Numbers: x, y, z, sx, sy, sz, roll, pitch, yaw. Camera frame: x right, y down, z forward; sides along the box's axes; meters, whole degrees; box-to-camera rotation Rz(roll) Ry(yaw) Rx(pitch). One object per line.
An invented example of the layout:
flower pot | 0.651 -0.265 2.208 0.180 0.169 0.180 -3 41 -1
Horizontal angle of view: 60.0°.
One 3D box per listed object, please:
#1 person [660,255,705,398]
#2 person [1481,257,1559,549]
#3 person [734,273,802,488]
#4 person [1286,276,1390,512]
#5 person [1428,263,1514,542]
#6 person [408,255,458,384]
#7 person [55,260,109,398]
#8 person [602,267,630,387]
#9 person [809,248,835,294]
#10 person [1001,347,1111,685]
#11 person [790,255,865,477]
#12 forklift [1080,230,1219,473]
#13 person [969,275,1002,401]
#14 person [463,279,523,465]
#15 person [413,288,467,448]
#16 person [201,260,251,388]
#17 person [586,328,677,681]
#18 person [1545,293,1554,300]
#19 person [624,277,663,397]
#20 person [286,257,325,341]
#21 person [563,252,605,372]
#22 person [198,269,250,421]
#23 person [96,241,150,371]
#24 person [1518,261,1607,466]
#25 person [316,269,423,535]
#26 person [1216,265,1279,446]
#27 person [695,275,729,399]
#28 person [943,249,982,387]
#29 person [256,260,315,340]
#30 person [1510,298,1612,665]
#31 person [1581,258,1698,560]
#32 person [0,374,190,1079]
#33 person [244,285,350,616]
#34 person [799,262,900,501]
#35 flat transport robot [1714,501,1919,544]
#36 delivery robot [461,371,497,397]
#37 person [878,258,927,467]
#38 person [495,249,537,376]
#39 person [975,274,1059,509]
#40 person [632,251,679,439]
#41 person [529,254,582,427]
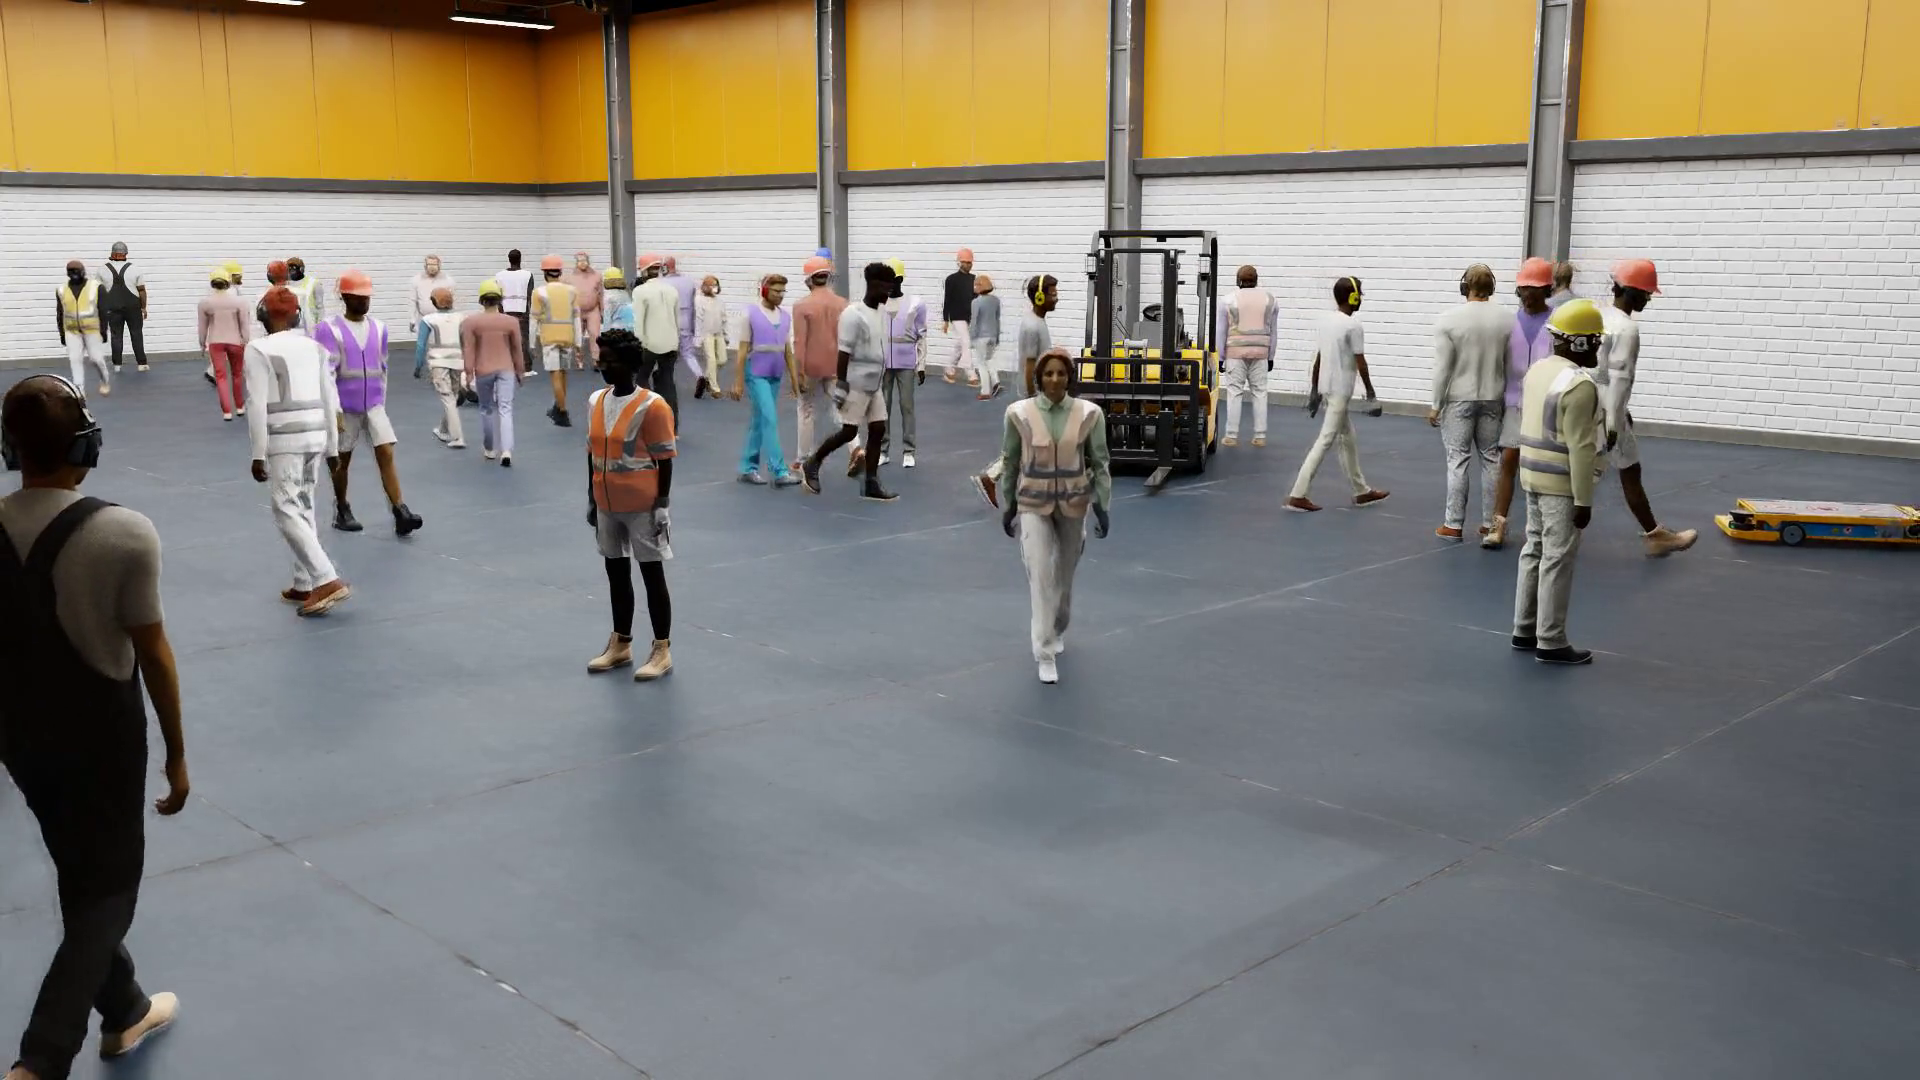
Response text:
person | -3.678 -2.777 21.746 0.657 1.875 0.830 -9 14 -41
person | 3.946 -0.946 11.456 0.598 1.989 1.031 7 13 34
person | -1.558 -1.339 14.077 0.878 1.801 0.586 7 12 33
person | 2.949 -1.121 12.890 0.969 1.822 0.517 -3 11 -16
person | 3.581 -0.948 11.595 0.635 1.936 0.354 -1 10 -5
person | -7.472 -3.106 23.615 0.641 1.857 1.014 -1 10 -7
person | -11.288 -2.695 21.433 0.640 1.823 0.631 -2 11 -11
person | -4.331 -2.552 20.893 0.314 1.737 0.482 5 11 24
person | -2.077 -3.417 25.035 0.395 1.943 0.615 -4 11 -22
person | 0.472 -0.160 8.221 0.528 1.599 0.844 -1 10 -3
person | -1.182 -1.535 14.749 0.632 1.966 0.929 -8 13 -37
forklift | 1.804 -1.825 15.677 1.214 2.155 2.313 2 11 13
person | 0.306 -2.603 21.463 0.520 1.618 0.351 -10 14 -43
person | -4.354 -1.568 15.562 0.534 1.725 0.917 -4 11 -19
person | -5.245 -1.742 16.838 0.532 1.591 0.851 -10 14 -43
person | -10.179 -2.991 23.177 0.809 1.802 0.603 -5 11 -23
person | -1.595 -0.169 8.005 0.539 1.695 0.318 7 12 32
person | 5.655 -1.600 15.982 0.507 1.631 0.266 9 14 41
person | -3.511 -2.124 18.739 0.760 1.660 0.552 5 12 28
person | -8.780 -2.830 22.119 0.633 1.842 0.429 0 10 1
person | -5.863 -3.544 25.980 0.669 1.854 1.001 -3 11 -17
person | -8.559 -2.277 19.362 0.547 1.733 0.800 -5 11 -24
person | -13.176 -3.682 26.222 0.689 2.000 0.538 -3 11 -16
person | 5.449 -1.560 15.034 0.886 1.910 0.630 7 12 33
person | -4.225 -0.959 11.787 0.555 1.885 0.985 -10 14 -44
person | 2.904 -1.862 16.882 0.623 1.835 0.431 -1 10 -4
person | -3.265 -2.668 21.853 0.579 1.615 0.513 10 15 44
person | 0.043 -3.167 23.681 0.630 1.951 1.009 -9 13 -39
person | -7.210 -2.038 17.740 0.520 1.860 0.621 8 13 37
person | 3.006 -0.284 8.299 0.403 1.827 0.595 -1 10 -4
person | 4.283 -0.832 10.825 1.064 1.970 0.601 -1 10 -7
person | -2.161 0.517 3.995 0.521 1.814 0.861 0 10 0
person | -3.724 -0.514 9.493 0.656 1.858 0.635 4 11 22
person | -0.871 -1.270 13.389 0.751 1.931 0.634 5 12 27
flat transport robot | 6.121 -0.125 11.654 1.431 0.197 0.652 3 11 15
delivery robot | -6.038 -2.015 20.928 0.707 0.478 0.477 3 11 15
person | -0.602 -1.627 15.326 0.594 1.925 0.368 2 11 11
person | -6.711 -3.432 25.192 0.591 1.919 0.392 0 10 1
person | 0.513 -1.091 12.647 0.730 1.851 0.519 1 10 5
person | -3.182 -2.021 17.376 0.515 1.966 0.664 8 13 37
person | -4.619 -2.248 18.761 0.570 1.905 0.875 -8 13 -38
